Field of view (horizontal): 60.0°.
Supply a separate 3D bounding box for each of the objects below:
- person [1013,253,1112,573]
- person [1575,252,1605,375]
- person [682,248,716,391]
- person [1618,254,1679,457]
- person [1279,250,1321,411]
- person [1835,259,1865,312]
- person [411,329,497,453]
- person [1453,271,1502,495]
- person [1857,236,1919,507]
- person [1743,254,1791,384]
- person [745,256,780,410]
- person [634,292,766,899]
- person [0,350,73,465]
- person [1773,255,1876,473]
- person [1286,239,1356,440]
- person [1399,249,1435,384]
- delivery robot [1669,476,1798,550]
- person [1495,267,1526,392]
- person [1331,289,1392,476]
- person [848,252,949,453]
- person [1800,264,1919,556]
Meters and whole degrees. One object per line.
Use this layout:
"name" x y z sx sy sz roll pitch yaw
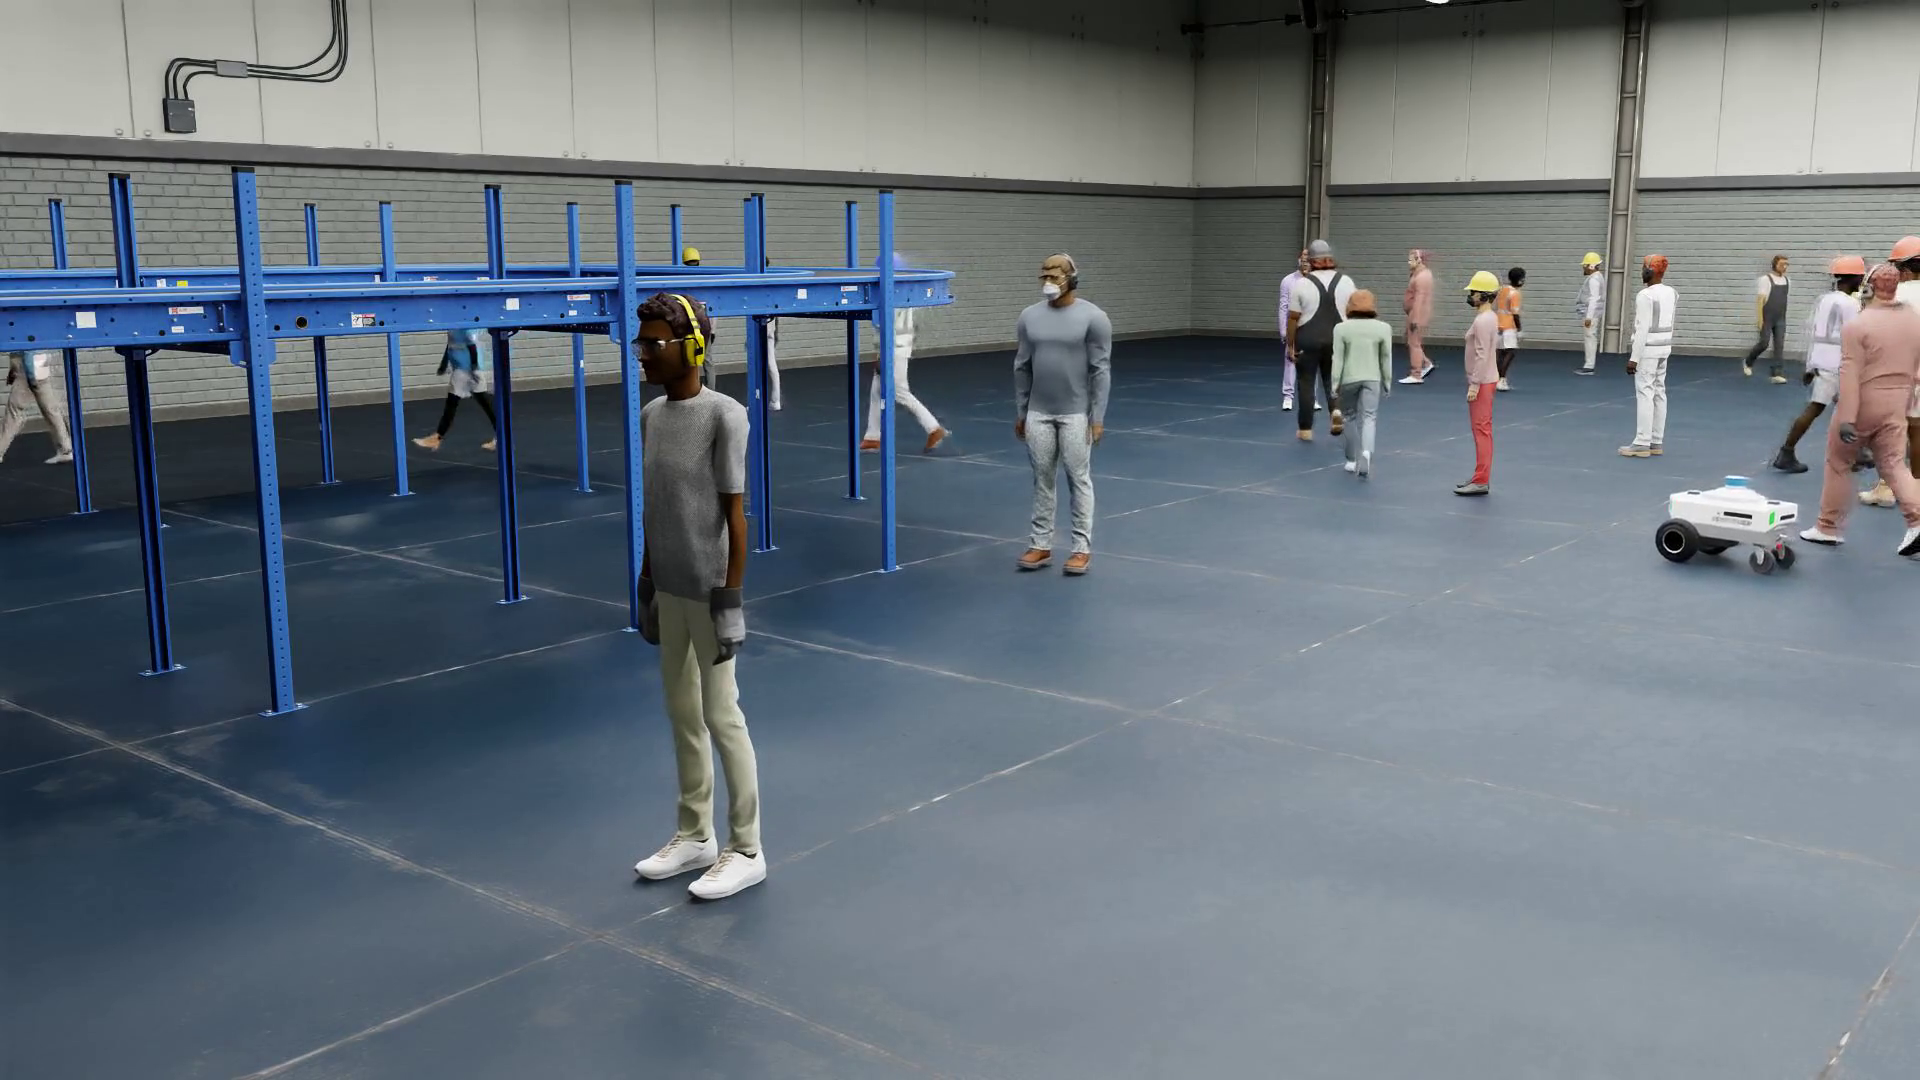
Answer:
"person" 0.610 -0.771 10.152 0.635 1.937 0.353 6 12 29
"person" 9.505 -3.417 25.112 0.404 1.827 0.599 5 11 24
"person" -3.181 -2.532 19.958 0.585 1.921 0.383 -10 14 -43
"person" 6.485 -1.734 15.645 0.572 1.883 0.356 -8 13 -38
"person" 4.123 -2.499 19.825 0.646 1.904 0.401 0 10 -3
"person" 11.227 -2.658 20.958 0.547 1.820 0.641 -5 12 -28
"person" -4.744 -1.643 15.770 0.911 1.636 0.541 -3 11 -18
"person" 4.142 -1.251 13.284 0.305 1.772 0.527 4 11 22
"person" 7.181 -1.285 12.714 0.615 2.040 0.391 -3 11 -16
"person" 11.552 -3.162 23.712 0.522 1.831 0.705 -2 10 -12
"person" -2.341 -2.459 19.700 0.311 1.868 0.532 7 13 36
"person" -0.835 0.170 5.166 0.516 1.865 0.321 10 14 43
"person" -8.439 -1.457 14.894 0.848 1.598 0.514 -2 11 -13
"person" 7.610 -1.521 14.465 0.980 1.893 0.556 2 10 9
"person" 3.612 -1.995 16.772 0.697 2.000 0.619 -1 10 -6
"person" 6.413 -3.141 23.426 0.422 1.884 0.661 3 11 19
"delivery robot" 4.856 -0.160 10.459 0.477 0.478 0.707 -8 13 -37
"person" 7.324 -2.808 22.209 0.344 1.661 0.648 0 10 -1
"person" 3.465 -1.355 14.354 0.518 1.609 0.773 2 10 11
"person" -0.579 -1.766 15.720 0.906 1.921 0.599 -1 10 -4
"person" 5.968 -0.852 10.804 0.646 1.876 0.930 -2 10 -12
